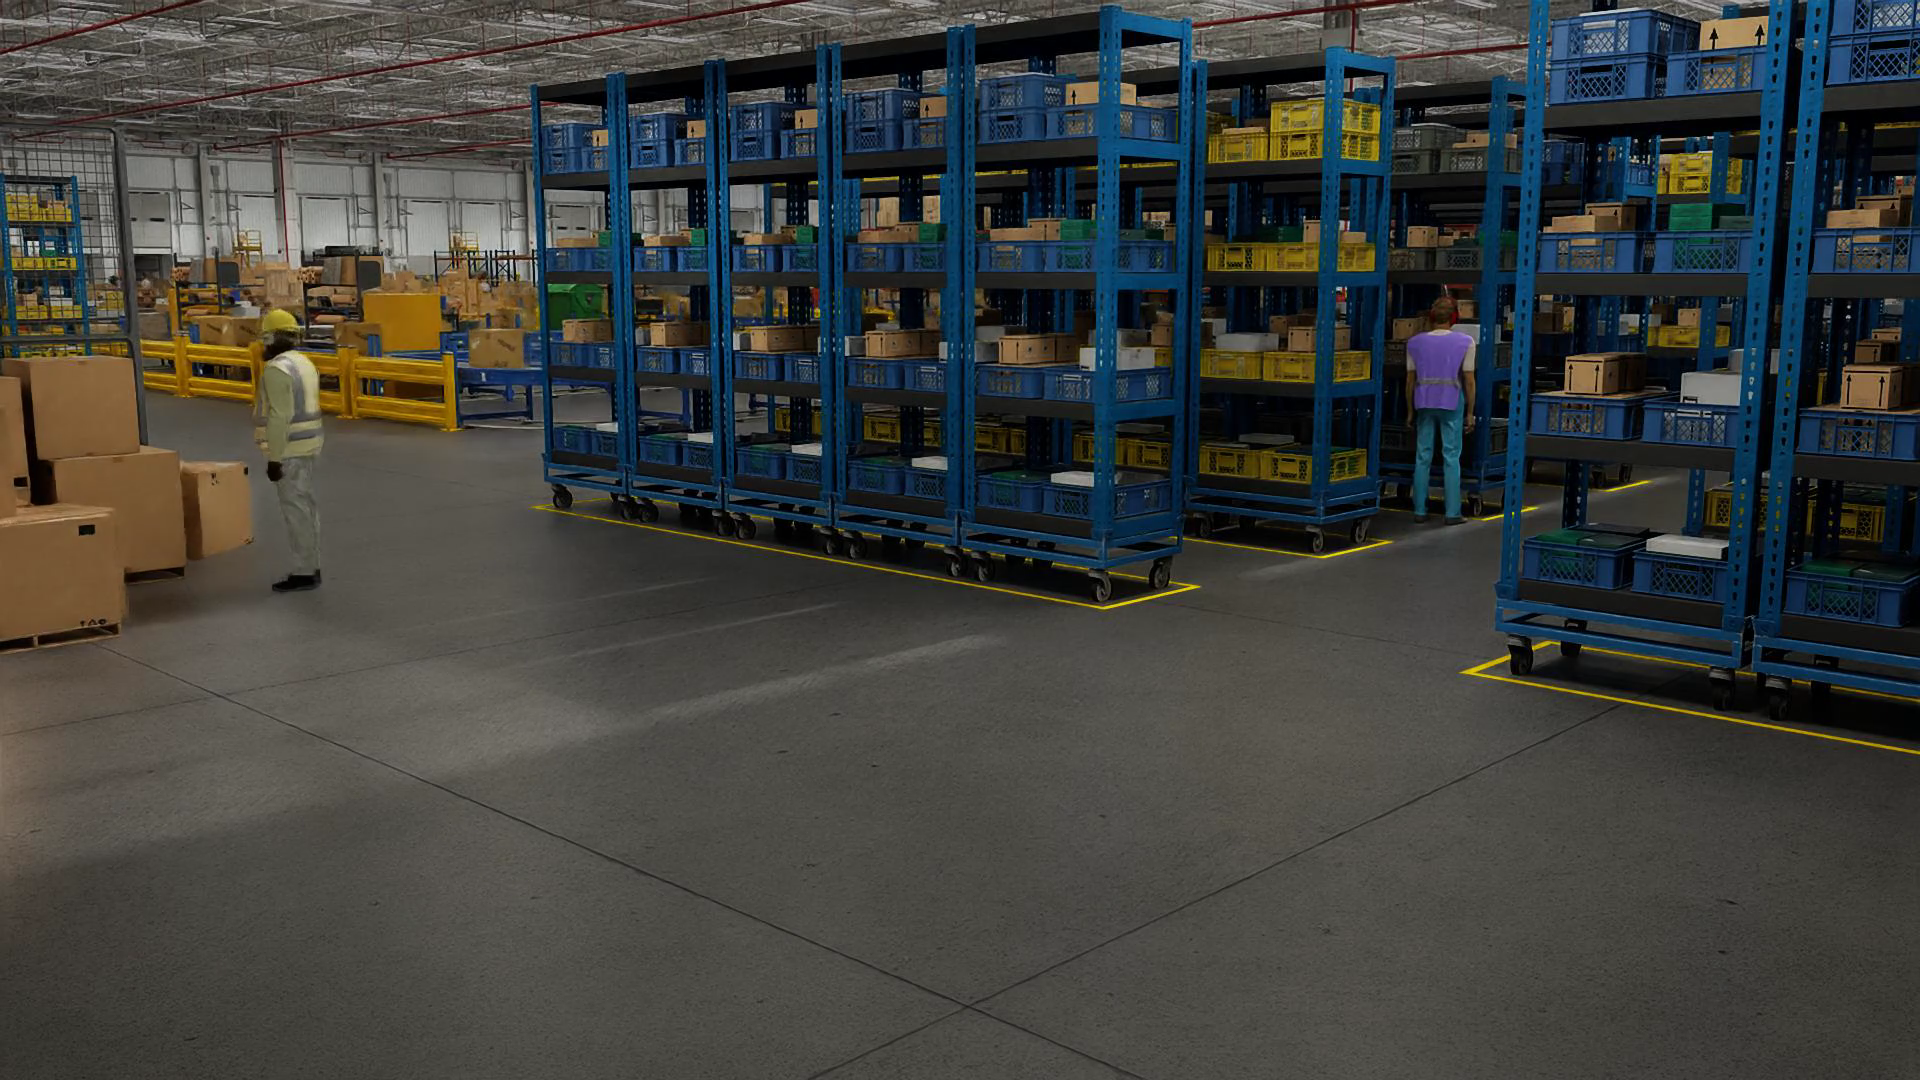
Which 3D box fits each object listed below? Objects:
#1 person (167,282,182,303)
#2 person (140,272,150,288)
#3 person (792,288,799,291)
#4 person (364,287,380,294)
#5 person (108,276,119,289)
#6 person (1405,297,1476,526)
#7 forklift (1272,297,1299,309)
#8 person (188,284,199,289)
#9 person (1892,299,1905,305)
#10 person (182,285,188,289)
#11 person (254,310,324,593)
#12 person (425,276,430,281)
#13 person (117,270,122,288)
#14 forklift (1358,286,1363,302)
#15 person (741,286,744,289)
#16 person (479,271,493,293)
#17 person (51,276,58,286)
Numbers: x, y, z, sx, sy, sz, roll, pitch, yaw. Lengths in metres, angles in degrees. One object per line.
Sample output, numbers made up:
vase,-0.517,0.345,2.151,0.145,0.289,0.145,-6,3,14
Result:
person,-20.144,-5.786,42.856,0.335,1.759,0.523,5,10,27
person,-35.514,-10.682,72.388,0.709,1.911,0.654,-8,12,-40
person,-6.138,-8.867,61.678,0.765,1.778,0.655,3,10,18
person,-19.009,-7.627,53.855,0.550,1.851,0.439,-1,9,-7
person,-28.937,-8.155,57.173,0.542,1.839,0.806,9,13,44
person,3.876,-1.036,13.454,0.563,1.847,0.389,6,11,31
forklift,10.603,-7.736,51.374,1.873,2.768,1.129,9,13,43
person,-32.544,-10.353,70.663,0.650,1.812,0.827,0,9,1
person,15.652,-3.360,27.602,0.576,1.886,0.652,4,10,25
person,-32.141,-10.098,68.643,0.658,1.963,0.757,6,11,31
person,-4.355,-0.567,10.790,0.407,1.806,0.654,0,9,1
person,-26.744,-12.420,83.615,0.871,1.731,0.527,7,12,38
person,-26.216,-7.462,52.251,0.605,2.045,0.379,4,10,21
forklift,11.100,-7.017,46.970,1.873,2.768,1.129,9,13,43
person,-11.242,-13.077,87.380,0.552,1.821,0.382,4,10,23
person,-16.748,-8.467,58.425,0.677,2.000,0.950,9,13,44
person,-40.717,-11.100,74.981,1.018,1.895,0.629,-1,9,-3
